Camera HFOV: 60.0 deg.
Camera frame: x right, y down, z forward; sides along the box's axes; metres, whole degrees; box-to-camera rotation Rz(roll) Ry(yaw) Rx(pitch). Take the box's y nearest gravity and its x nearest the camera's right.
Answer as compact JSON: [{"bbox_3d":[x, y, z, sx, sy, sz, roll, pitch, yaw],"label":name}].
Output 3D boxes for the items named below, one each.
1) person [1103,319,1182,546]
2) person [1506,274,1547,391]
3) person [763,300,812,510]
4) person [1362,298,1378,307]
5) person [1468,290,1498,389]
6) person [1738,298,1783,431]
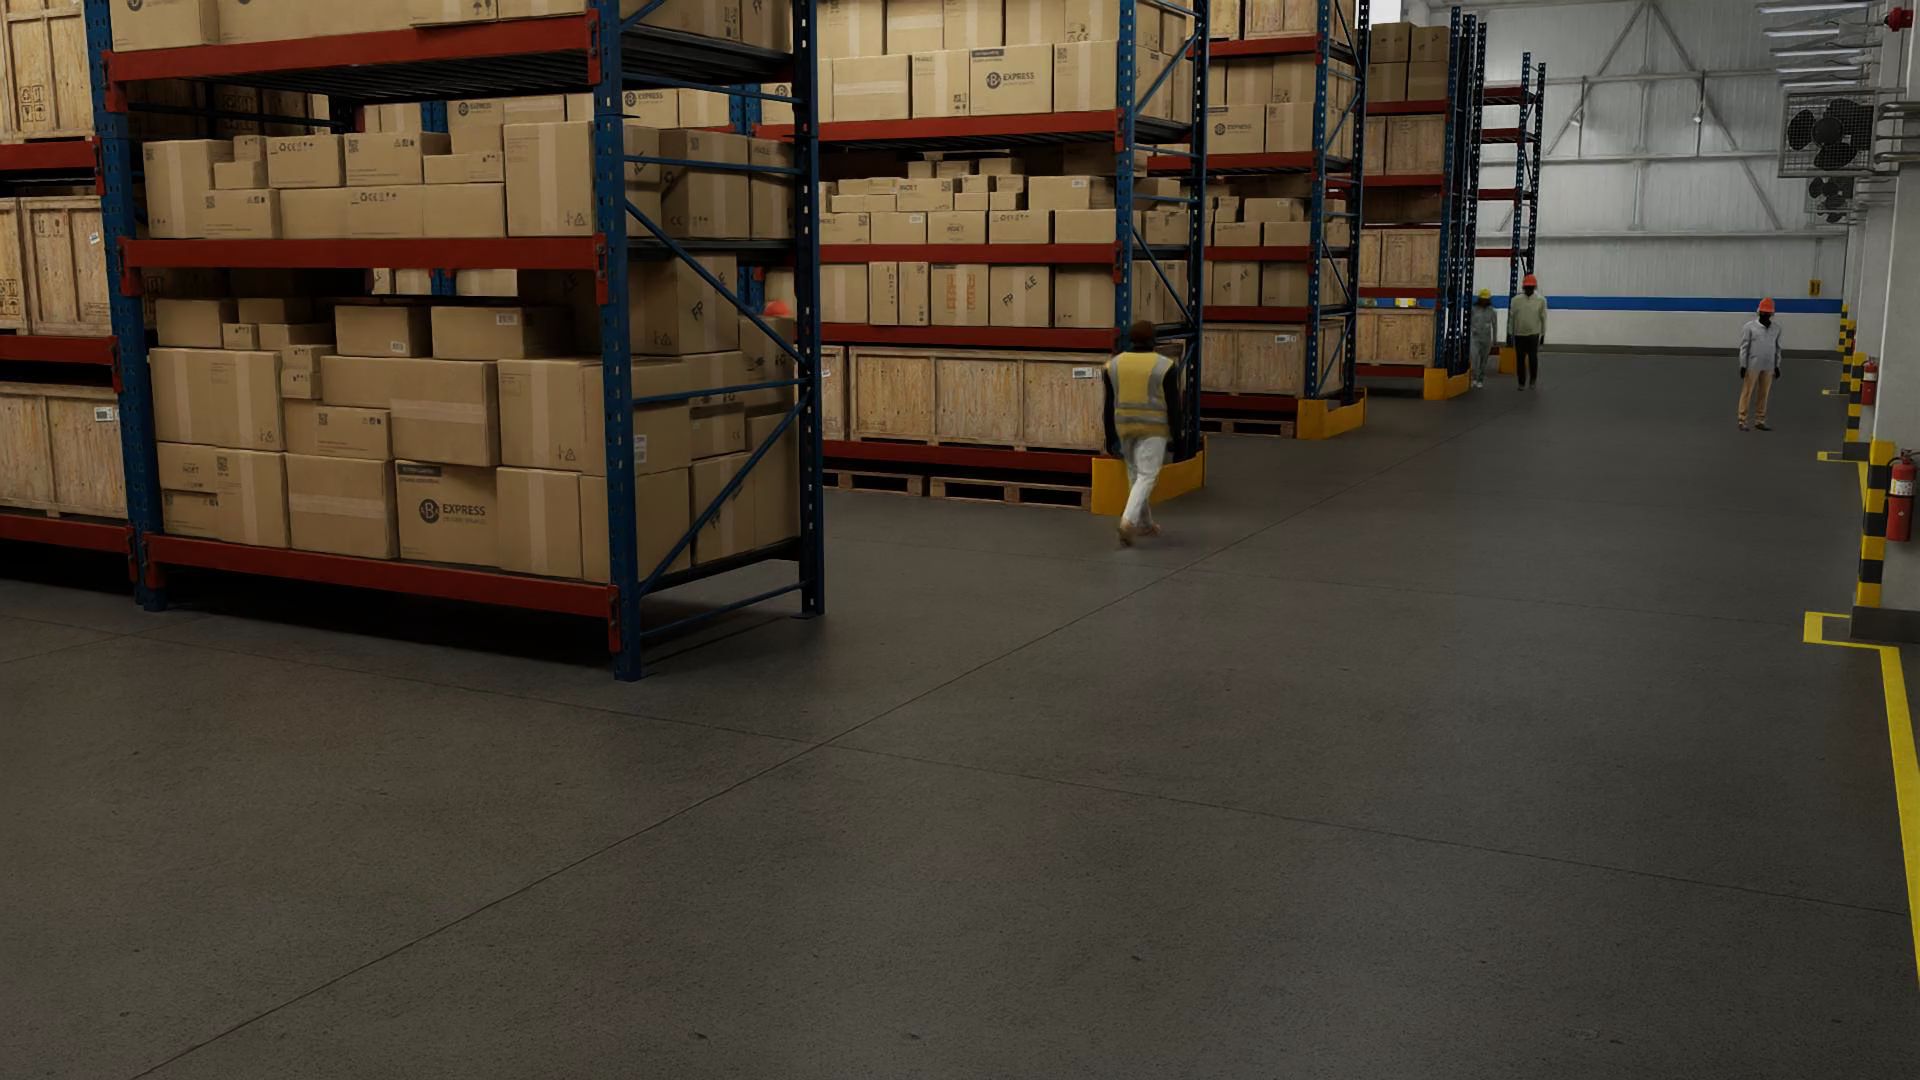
[{"bbox_3d":[1.453,-0.870,13.405,0.626,1.814,0.911,6,11,31],"label":"person"},{"bbox_3d":[9.533,-3.479,28.028,0.625,1.970,0.623,5,11,27],"label":"person"},{"bbox_3d":[-1.693,-1.158,14.728,0.723,1.923,0.555,2,10,14],"label":"person"},{"bbox_3d":[7.953,-4.103,32.150,0.992,1.791,0.593,3,10,17],"label":"person"},{"bbox_3d":[8.953,-3.435,28.537,0.498,1.694,0.897,2,10,12],"label":"person"},{"bbox_3d":[10.499,-2.294,21.794,0.563,1.748,0.340,-1,10,-5],"label":"person"}]
